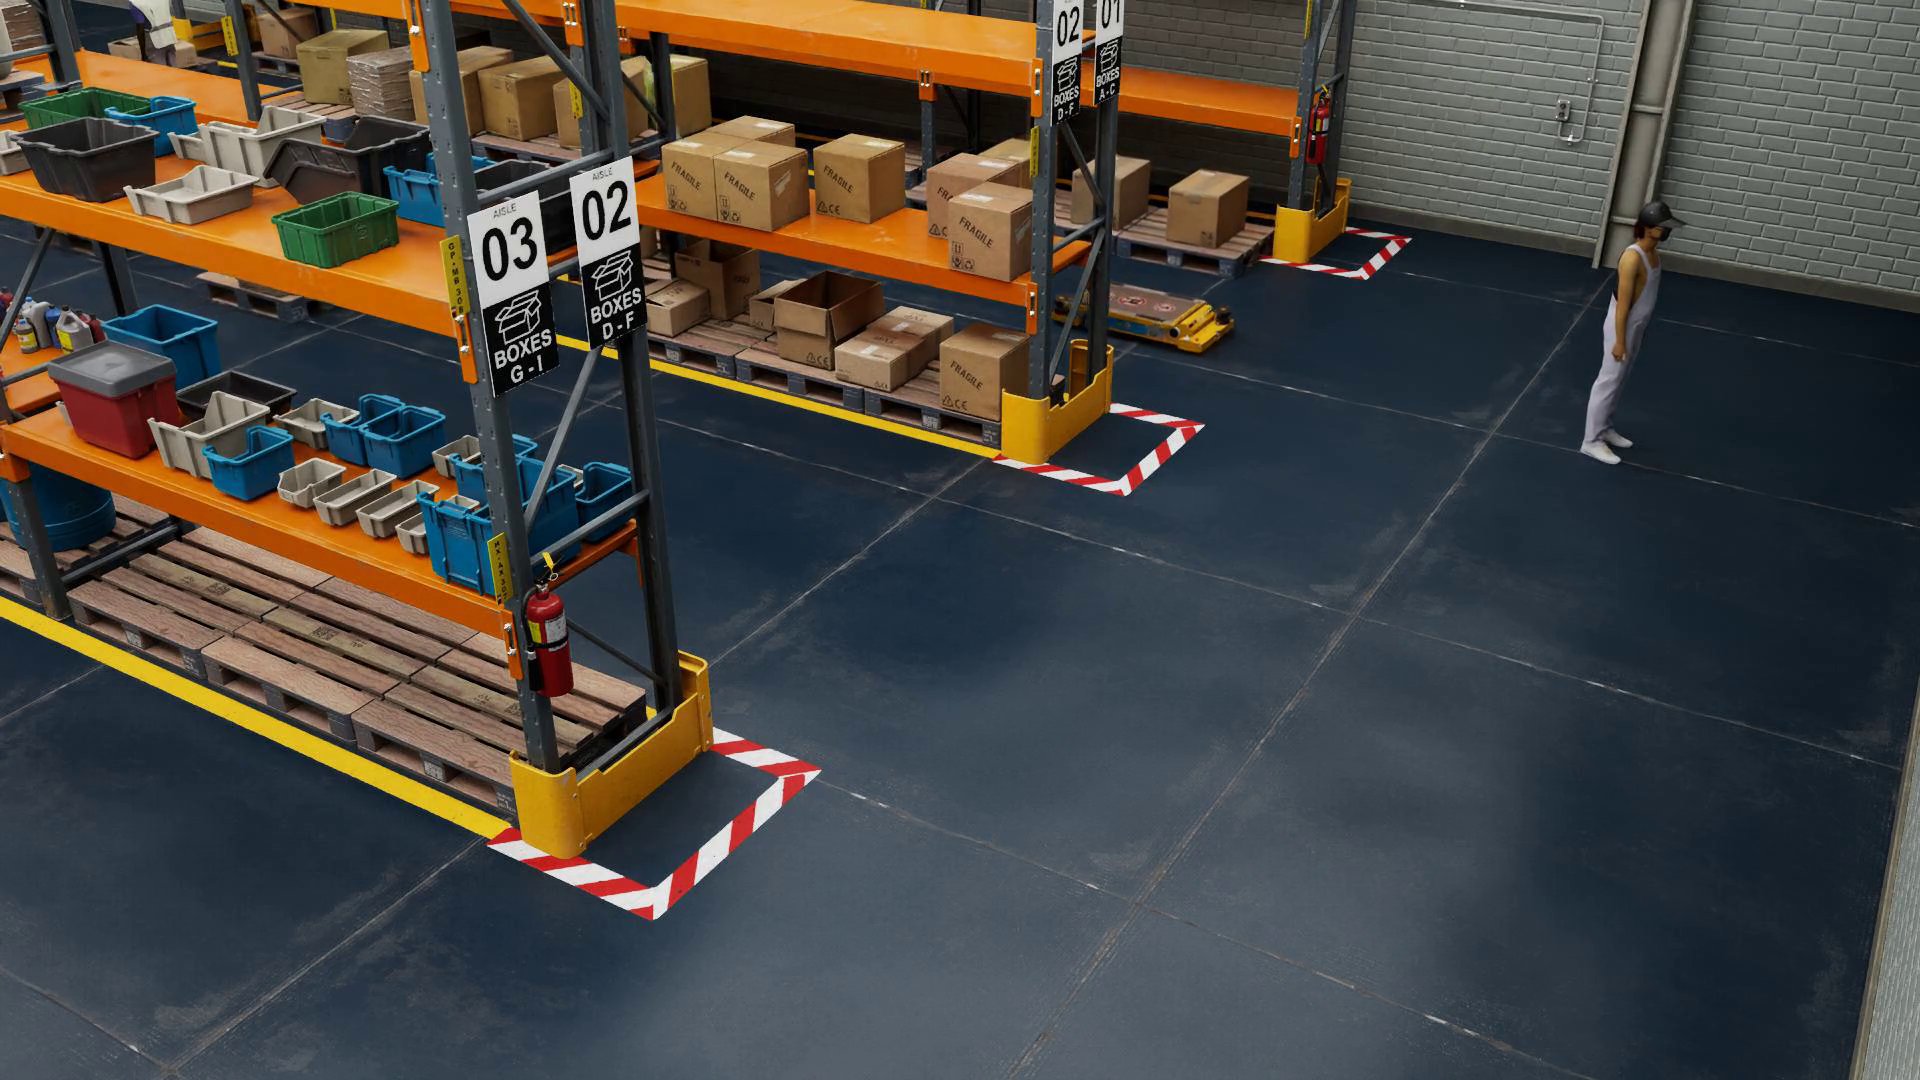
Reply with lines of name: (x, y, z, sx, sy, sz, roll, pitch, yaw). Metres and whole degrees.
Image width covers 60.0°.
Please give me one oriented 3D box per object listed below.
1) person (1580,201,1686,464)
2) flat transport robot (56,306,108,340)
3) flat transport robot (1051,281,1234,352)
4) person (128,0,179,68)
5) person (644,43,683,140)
person: (4.698, -1.455, 11.607, 0.373, 1.864, 0.518, 20, 35, 31)
flat transport robot: (-7.231, -1.580, 13.468, 1.431, 0.231, 0.659, 19, 34, 30)
flat transport robot: (1.528, -1.905, 14.051, 1.431, 0.231, 0.659, 17, 33, 27)
person: (-9.277, -5.713, 19.279, 0.388, 1.836, 0.559, 9, 30, 16)
person: (-3.024, -4.172, 16.702, 0.891, 1.657, 0.537, 16, 33, 26)
